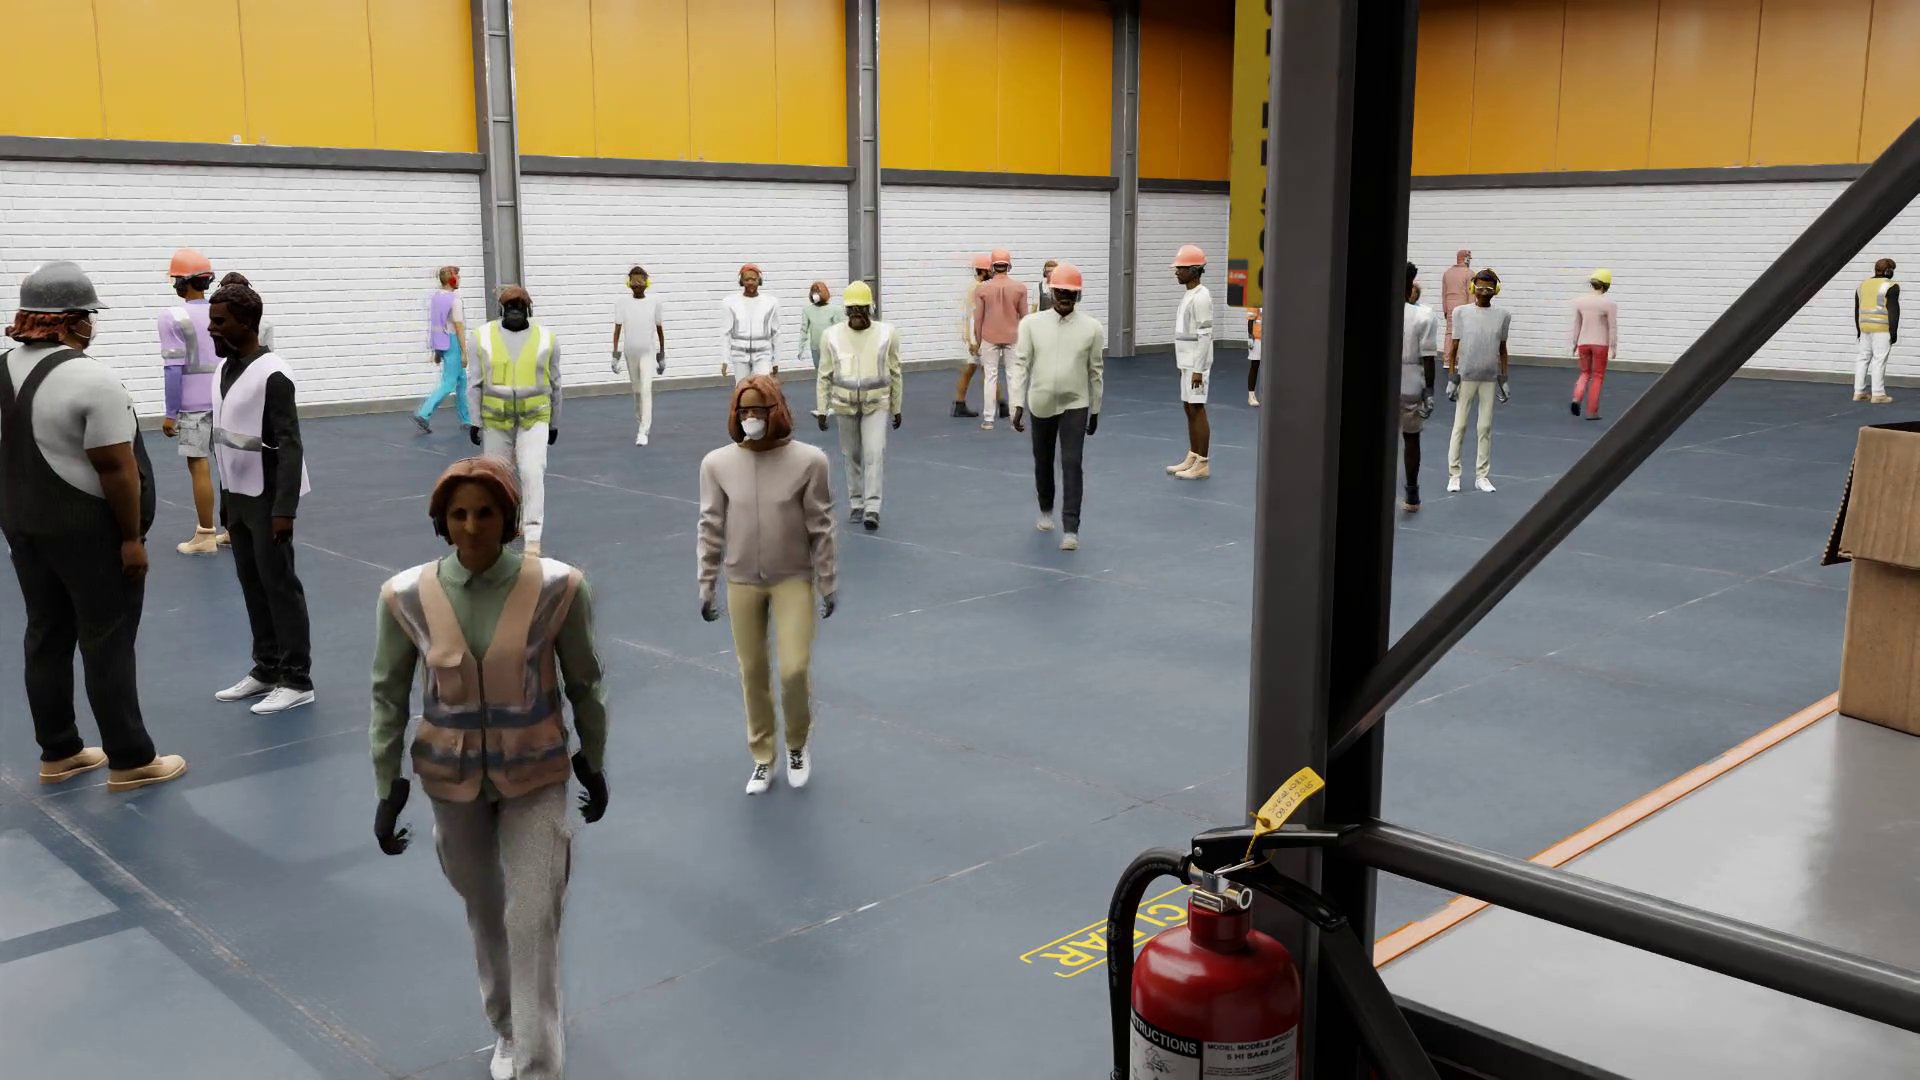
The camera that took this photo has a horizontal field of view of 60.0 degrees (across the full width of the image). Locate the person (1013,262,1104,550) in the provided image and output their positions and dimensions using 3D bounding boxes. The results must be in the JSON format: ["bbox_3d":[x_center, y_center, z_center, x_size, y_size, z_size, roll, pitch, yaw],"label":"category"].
[{"bbox_3d":[0.690,-0.959,11.631,0.620,1.958,0.981,1,10,6],"label":"person"}]

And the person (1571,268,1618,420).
[{"bbox_3d":[7.335,-2.250,19.198,0.387,1.750,0.540,-8,13,-38],"label":"person"}]

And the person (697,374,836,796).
[{"bbox_3d":[-0.735,0.181,6.302,0.522,1.618,0.375,1,10,5],"label":"person"}]

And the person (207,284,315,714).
[{"bbox_3d":[-3.156,-0.187,7.497,0.598,1.917,0.378,9,14,41],"label":"person"}]

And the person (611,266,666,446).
[{"bbox_3d":[-3.321,-1.913,17.206,0.526,1.827,1.005,0,10,-2],"label":"person"}]

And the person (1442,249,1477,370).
[{"bbox_3d":[7.964,-3.653,26.440,0.402,1.904,0.652,-6,12,-29],"label":"person"}]

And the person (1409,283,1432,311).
[{"bbox_3d":[5.193,-2.169,19.202,0.534,1.585,0.878,4,11,19],"label":"person"}]

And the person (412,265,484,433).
[{"bbox_3d":[-5.579,-2.068,18.054,0.869,1.816,0.574,-9,14,-41],"label":"person"}]

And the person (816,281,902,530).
[{"bbox_3d":[-0.741,-0.968,12.099,0.618,1.789,0.886,0,10,3],"label":"person"}]

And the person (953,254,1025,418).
[{"bbox_3d":[0.343,-2.365,19.412,0.921,1.893,0.563,0,10,1],"label":"person"}]

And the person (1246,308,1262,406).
[{"bbox_3d":[3.823,-2.519,20.819,0.542,1.695,0.316,-5,11,-24],"label":"person"}]

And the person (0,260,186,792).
[{"bbox_3d":[-3.390,-0.054,6.440,0.678,2.000,0.536,4,11,21],"label":"person"}]

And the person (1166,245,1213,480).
[{"bbox_3d":[2.013,-1.545,14.563,0.396,2.042,0.611,-1,10,-3],"label":"person"}]

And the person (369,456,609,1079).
[{"bbox_3d":[-1.121,0.616,3.933,0.541,1.603,0.791,-1,10,-5],"label":"person"}]

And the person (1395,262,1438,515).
[{"bbox_3d":[3.351,-1.155,12.725,0.599,1.930,0.825,4,11,21],"label":"person"}]

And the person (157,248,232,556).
[{"bbox_3d":[-5.066,-0.915,11.114,0.366,2.048,0.607,5,11,25],"label":"person"}]

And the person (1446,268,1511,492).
[{"bbox_3d":[4.319,-1.323,13.843,0.521,1.865,0.328,1,10,3],"label":"person"}]

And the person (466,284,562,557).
[{"bbox_3d":[-3.004,-0.825,11.267,0.628,1.816,0.781,-2,11,-12],"label":"person"}]

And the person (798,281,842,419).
[{"bbox_3d":[-1.644,-2.207,19.405,0.521,1.587,0.840,5,11,24],"label":"person"}]

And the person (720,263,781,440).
[{"bbox_3d":[-2.009,-1.719,16.008,0.580,1.854,0.778,-1,10,-7],"label":"person"}]

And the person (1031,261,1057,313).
[{"bbox_3d":[1.218,-2.879,22.532,0.520,1.801,0.995,1,10,8],"label":"person"}]

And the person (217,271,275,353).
[{"bbox_3d":[-5.292,-1.045,12.316,0.510,1.871,0.328,-5,11,-24],"label":"person"}]

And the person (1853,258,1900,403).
[{"bbox_3d":[11.766,-2.681,21.314,0.429,1.839,0.634,-3,11,-16],"label":"person"}]

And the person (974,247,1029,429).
[{"bbox_3d":[0.453,-2.212,18.323,0.611,1.997,0.375,0,10,-3],"label":"person"}]
